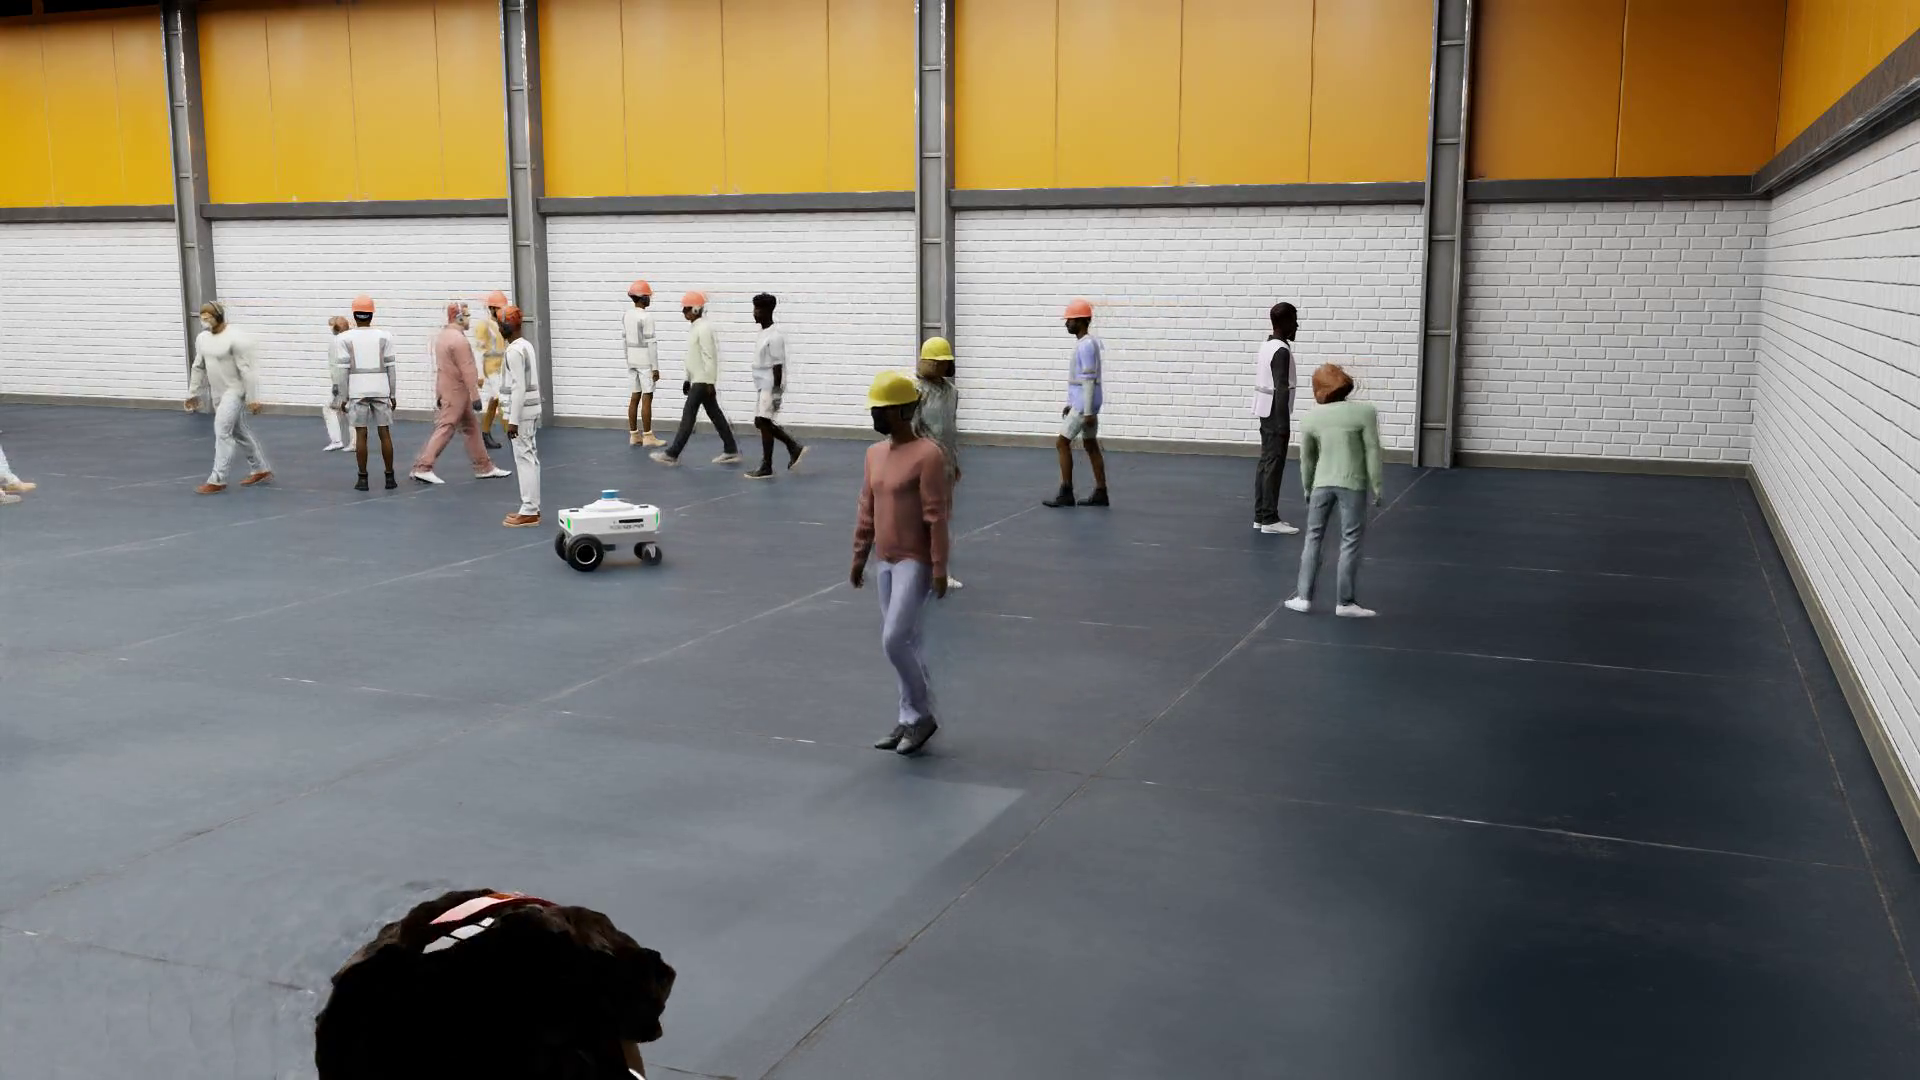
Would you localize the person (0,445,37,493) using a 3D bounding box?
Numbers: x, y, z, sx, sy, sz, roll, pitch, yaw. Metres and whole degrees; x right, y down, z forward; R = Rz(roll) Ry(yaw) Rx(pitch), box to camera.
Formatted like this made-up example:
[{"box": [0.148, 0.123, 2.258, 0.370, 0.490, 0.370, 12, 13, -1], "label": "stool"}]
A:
[{"box": [-9.615, -1.317, 16.098, 0.986, 1.795, 0.616, -5, 10, -26], "label": "person"}]

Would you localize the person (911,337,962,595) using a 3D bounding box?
[{"box": [-0.163, -0.508, 11.319, 0.318, 1.742, 0.492, 8, 12, 40], "label": "person"}]

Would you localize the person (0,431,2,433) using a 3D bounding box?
[{"box": [-12.943, -2.197, 21.870, 0.524, 1.639, 0.306, 0, 9, 2], "label": "person"}]

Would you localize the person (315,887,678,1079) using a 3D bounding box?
[{"box": [-0.308, 1.121, 1.192, 0.445, 1.833, 0.572, 4, 10, 25], "label": "person"}]

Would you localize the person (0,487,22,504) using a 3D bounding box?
[{"box": [-9.289, -1.281, 15.365, 0.880, 1.961, 0.625, -3, 10, -19], "label": "person"}]

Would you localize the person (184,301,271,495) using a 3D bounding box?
[{"box": [-7.203, -1.414, 16.413, 0.659, 1.891, 0.961, 6, 11, 32], "label": "person"}]

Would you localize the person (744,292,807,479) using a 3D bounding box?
[{"box": [-1.949, -1.614, 17.397, 0.612, 1.951, 0.629, -3, 10, -18], "label": "person"}]

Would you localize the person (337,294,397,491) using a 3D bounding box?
[{"box": [-5.859, -1.455, 16.464, 0.542, 1.939, 0.366, -4, 10, -24], "label": "person"}]

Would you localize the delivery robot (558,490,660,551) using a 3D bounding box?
[{"box": [-2.594, -0.127, 12.321, 0.707, 0.478, 0.477, -4, 10, -24], "label": "delivery robot"}]

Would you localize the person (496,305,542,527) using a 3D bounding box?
[{"box": [-3.758, -1.051, 14.180, 0.360, 1.885, 0.575, -1, 9, -5], "label": "person"}]

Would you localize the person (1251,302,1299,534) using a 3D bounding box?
[{"box": [2.628, -1.016, 13.870, 0.376, 1.917, 0.600, 0, 9, -2], "label": "person"}]

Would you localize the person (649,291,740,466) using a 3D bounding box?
[{"box": [-2.937, -1.792, 18.516, 1.046, 1.933, 0.654, -3, 10, -16], "label": "person"}]

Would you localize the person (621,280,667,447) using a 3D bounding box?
[{"box": [-3.883, -2.155, 20.382, 0.607, 2.048, 0.370, 9, 13, 43], "label": "person"}]

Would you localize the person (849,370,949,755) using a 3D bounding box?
[{"box": [-0.297, 0.107, 7.544, 0.426, 1.749, 0.560, -7, 12, -37], "label": "person"}]

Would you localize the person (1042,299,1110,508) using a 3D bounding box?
[{"box": [1.045, -1.240, 15.260, 0.758, 1.911, 0.565, 2, 10, 10], "label": "person"}]

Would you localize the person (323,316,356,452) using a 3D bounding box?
[{"box": [-7.388, -1.846, 19.774, 0.541, 1.619, 0.552, 2, 10, 13], "label": "person"}]

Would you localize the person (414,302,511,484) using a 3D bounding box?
[{"box": [-5.170, -1.505, 17.045, 1.010, 1.859, 0.660, -5, 11, -28], "label": "person"}]

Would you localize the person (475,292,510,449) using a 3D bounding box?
[{"box": [-5.469, -2.022, 20.006, 0.945, 1.892, 0.561, 4, 10, 23], "label": "person"}]

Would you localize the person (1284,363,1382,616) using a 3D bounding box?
[{"box": [2.374, -0.307, 10.521, 0.599, 1.613, 0.338, 7, 12, 36], "label": "person"}]
